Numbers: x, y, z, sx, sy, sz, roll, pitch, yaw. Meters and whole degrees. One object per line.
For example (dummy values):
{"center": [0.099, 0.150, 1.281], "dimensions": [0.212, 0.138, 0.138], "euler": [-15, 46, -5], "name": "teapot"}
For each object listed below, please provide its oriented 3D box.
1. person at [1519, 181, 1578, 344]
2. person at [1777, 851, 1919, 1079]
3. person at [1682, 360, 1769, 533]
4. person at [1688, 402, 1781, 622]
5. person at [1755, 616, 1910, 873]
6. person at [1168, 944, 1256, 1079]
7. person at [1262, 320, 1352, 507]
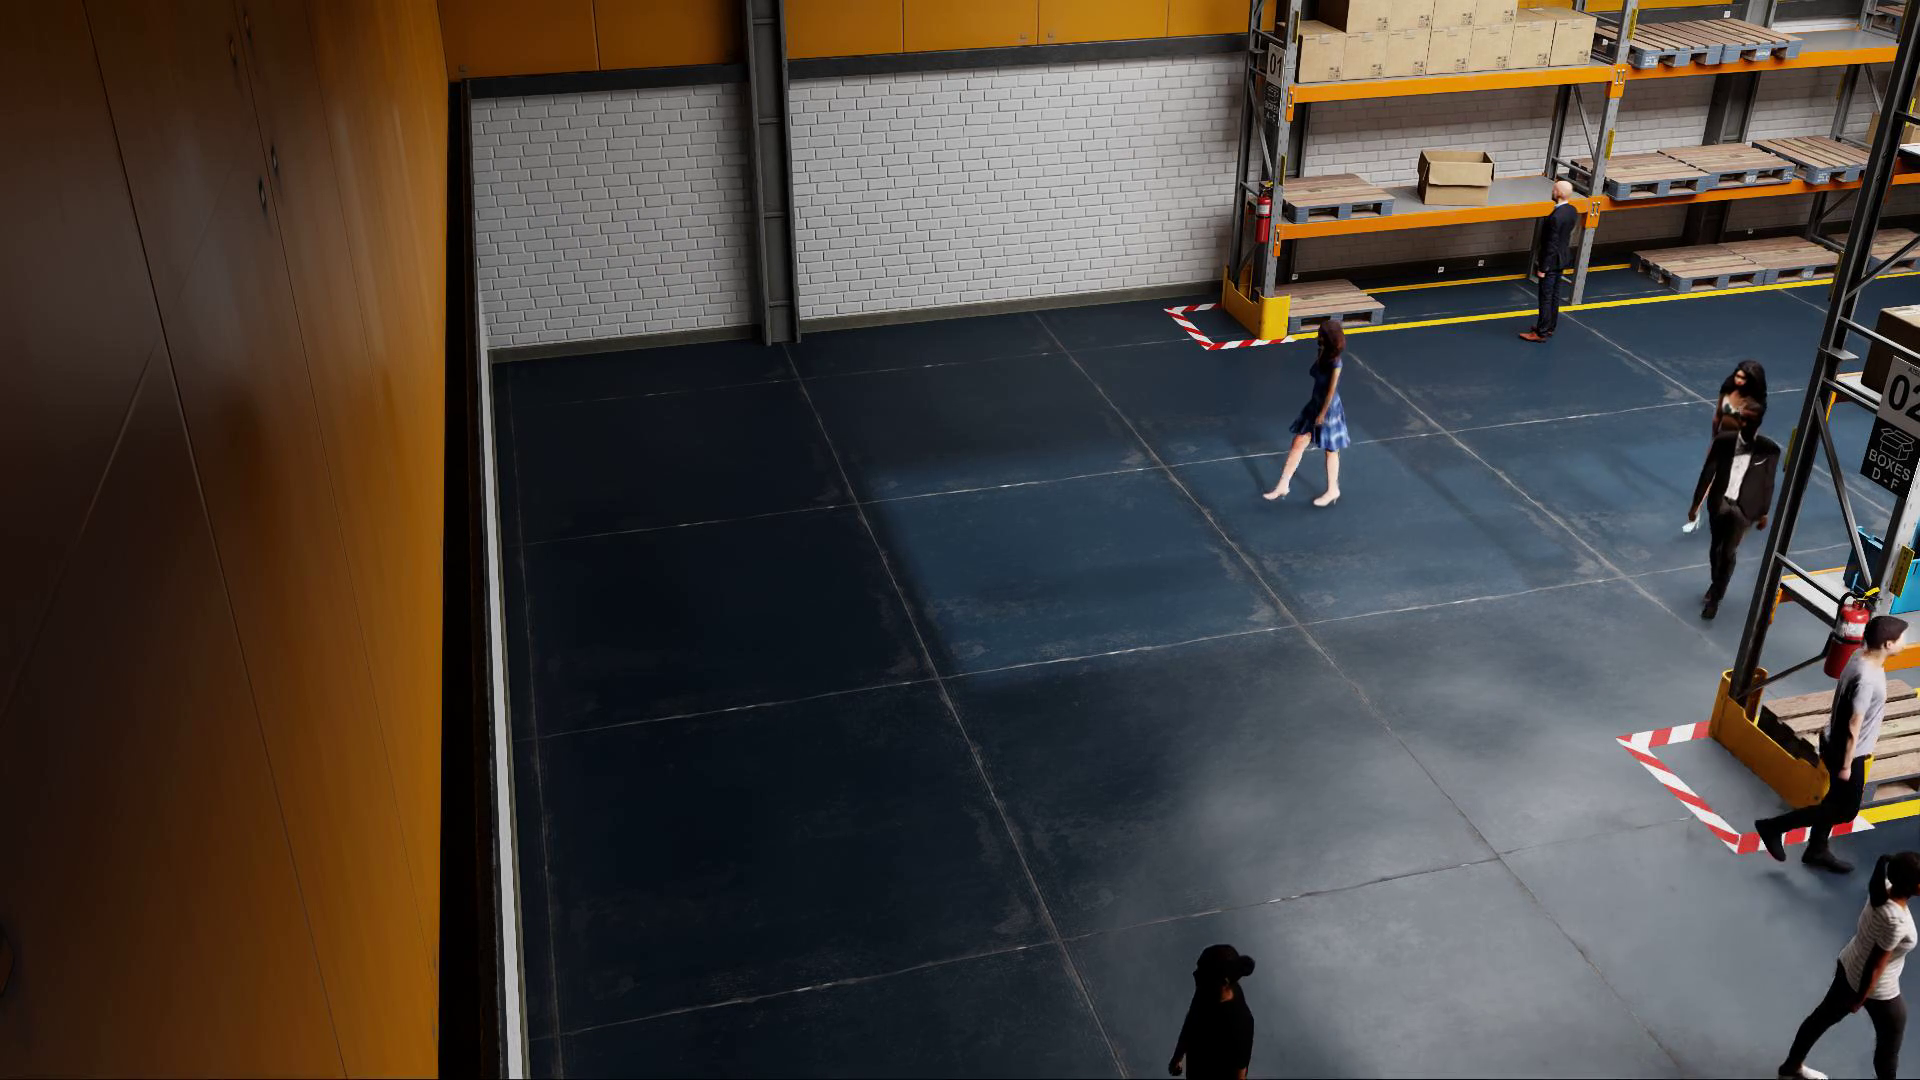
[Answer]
{"center": [6.553, -3.082, 18.385], "dimensions": [0.832, 1.798, 0.720], "euler": [22, 36, 35], "name": "person"}
{"center": [4.674, 2.284, 8.741], "dimensions": [1.032, 1.613, 0.861], "euler": [7, 29, 12], "name": "person"}
{"center": [6.753, -0.823, 14.453], "dimensions": [0.938, 1.599, 0.781], "euler": [-24, 36, -36], "name": "person"}
{"center": [6.202, -0.292, 13.290], "dimensions": [0.960, 1.779, 1.052], "euler": [21, 35, 34], "name": "person"}
{"center": [5.418, 1.271, 10.356], "dimensions": [1.009, 1.846, 0.944], "euler": [15, 32, 25], "name": "person"}
{"center": [1.295, 2.629, 8.002], "dimensions": [1.129, 1.717, 0.768], "euler": [-3, 29, -6], "name": "person"}
{"center": [3.298, -1.091, 14.753], "dimensions": [0.938, 1.782, 0.685], "euler": [-5, 29, -9], "name": "person"}
